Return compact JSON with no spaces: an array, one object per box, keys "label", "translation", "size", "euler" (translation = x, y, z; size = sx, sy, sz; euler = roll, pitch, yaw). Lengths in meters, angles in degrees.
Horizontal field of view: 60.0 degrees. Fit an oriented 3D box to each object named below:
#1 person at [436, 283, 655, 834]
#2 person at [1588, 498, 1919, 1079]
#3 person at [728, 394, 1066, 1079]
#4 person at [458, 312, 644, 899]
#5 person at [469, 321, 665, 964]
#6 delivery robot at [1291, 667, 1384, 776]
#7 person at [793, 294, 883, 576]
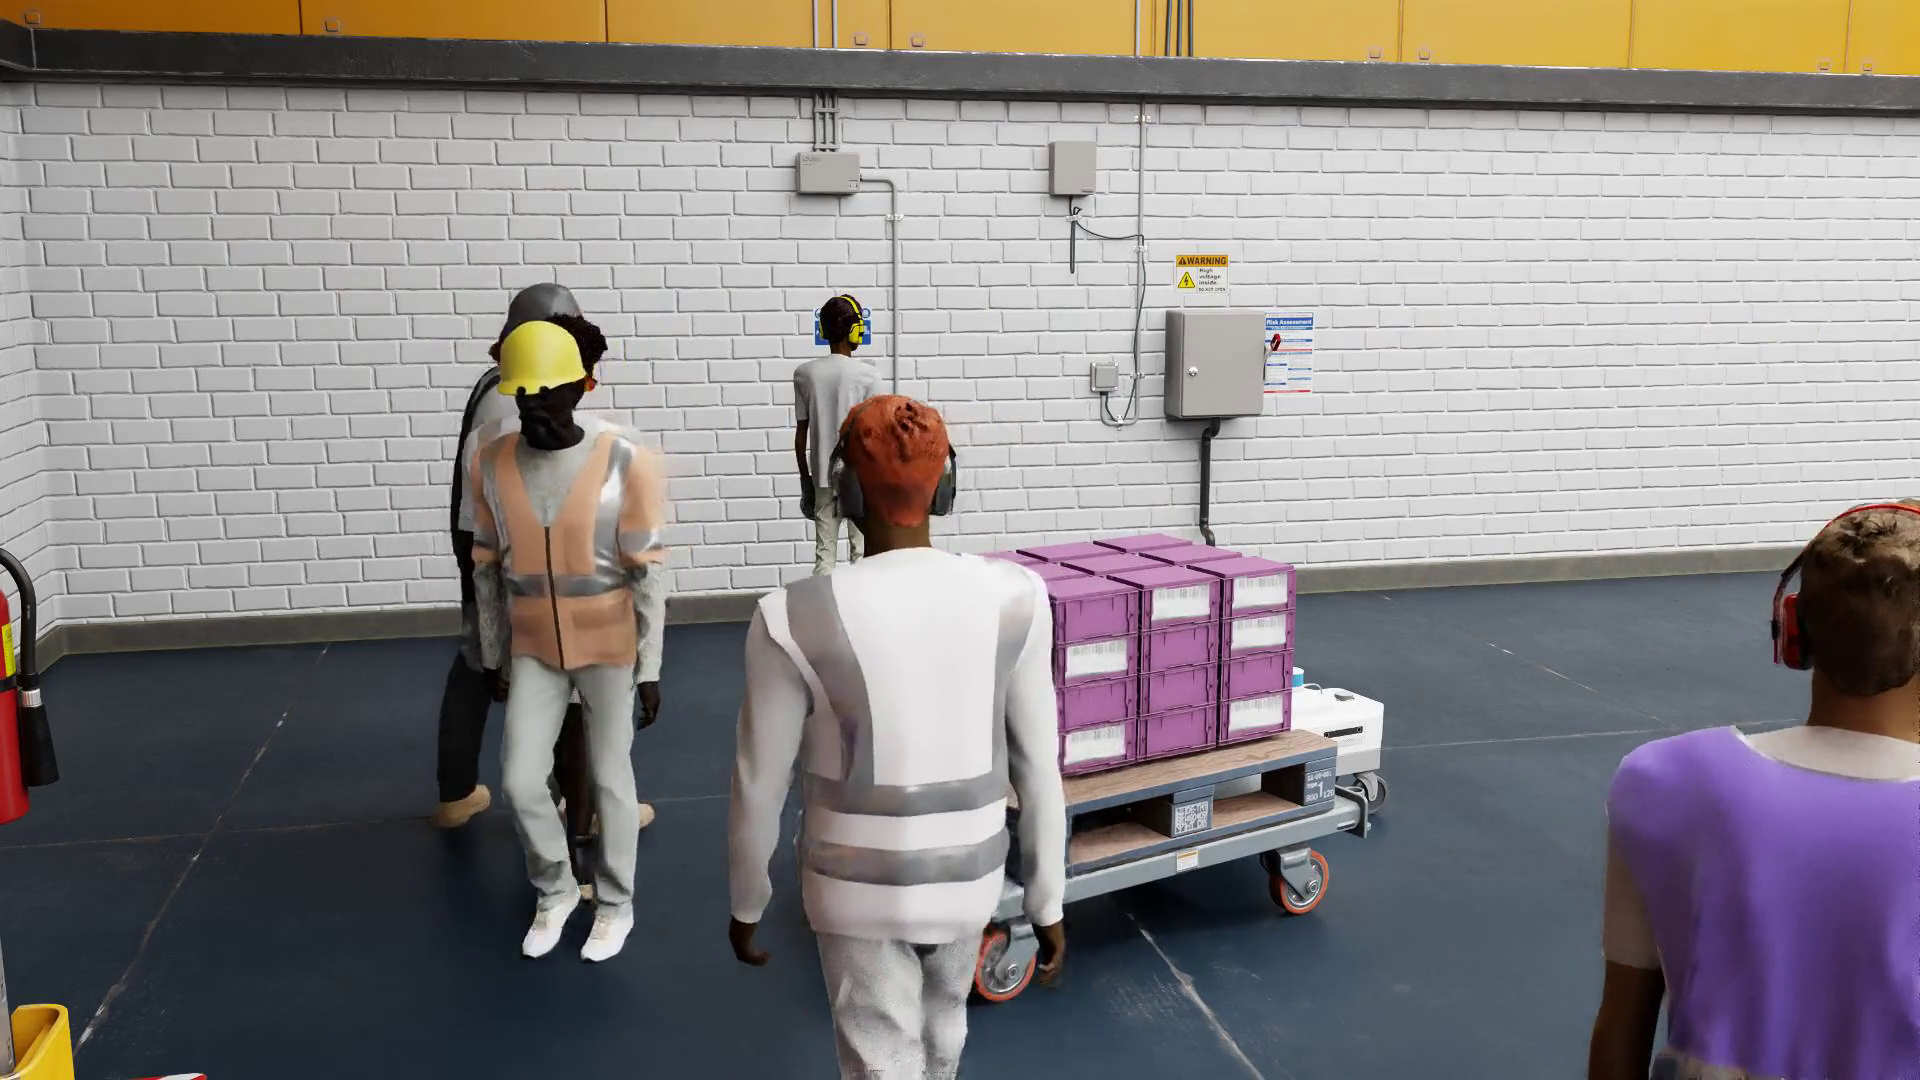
[{"label":"person","translation":[-1.546,0.051,5.945],"size":[0.731,2.000,0.707],"euler":[-5,11,-24]},{"label":"person","translation":[1.062,0.861,2.038],"size":[0.574,1.844,0.413],"euler":[9,14,41]},{"label":"person","translation":[-0.168,0.636,3.204],"size":[0.587,1.849,0.927],"euler":[-5,11,-24]},{"label":"person","translation":[-1.344,0.200,5.563],"size":[0.611,1.914,0.970],"euler":[-1,10,-3]},{"label":"person","translation":[-1.136,0.318,4.847],"size":[0.620,1.904,0.477],"euler":[1,10,7]},{"label":"delivery robot","translation":[1.212,0.712,6.143],"size":[0.707,0.478,0.477],"euler":[-5,11,-27]},{"label":"person","translation":[-0.555,-0.248,8.084],"size":[0.509,1.870,0.328],"euler":[4,11,23]}]
